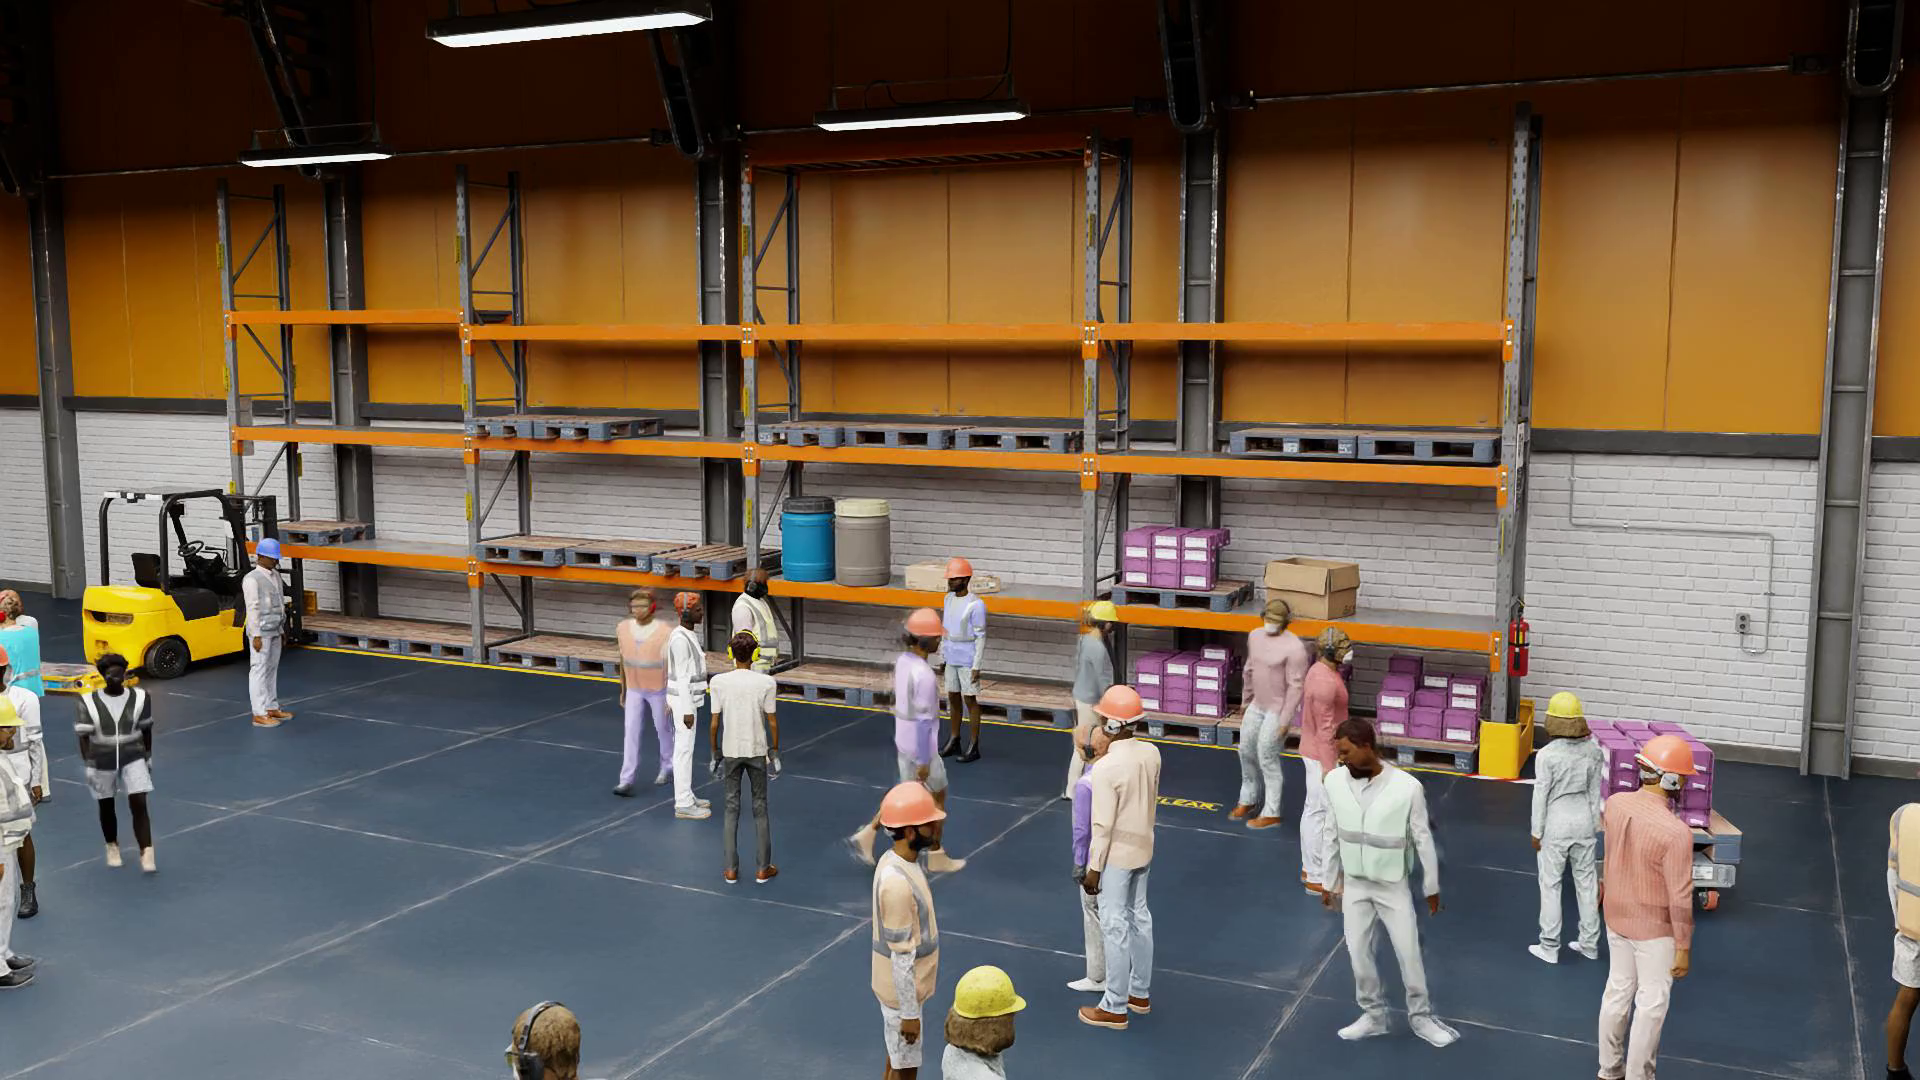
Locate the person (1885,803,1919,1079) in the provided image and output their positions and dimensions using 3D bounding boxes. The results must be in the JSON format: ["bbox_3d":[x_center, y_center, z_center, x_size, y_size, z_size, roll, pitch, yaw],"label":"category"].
[{"bbox_3d":[5.006,1.994,8.511,0.362,1.935,0.551,-1,7,-8],"label":"person"}]

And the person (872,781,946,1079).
[{"bbox_3d":[-0.237,2.081,7.769,0.351,1.942,0.545,0,7,-3],"label":"person"}]

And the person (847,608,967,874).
[{"bbox_3d":[-0.378,1.499,12.267,0.797,2.021,0.612,-3,8,-23],"label":"person"}]

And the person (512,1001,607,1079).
[{"bbox_3d":[-1.248,2.396,5.234,0.374,1.928,0.639,3,7,21],"label":"person"}]

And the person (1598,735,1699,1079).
[{"bbox_3d":[3.544,1.970,8.547,0.411,1.980,0.628,-2,7,-16],"label":"person"}]

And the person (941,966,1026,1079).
[{"bbox_3d":[0.088,2.389,6.030,0.298,1.745,0.484,-2,7,-17],"label":"person"}]

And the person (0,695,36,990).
[{"bbox_3d":[-5.911,1.849,10.206,0.403,1.817,0.602,-4,8,-27],"label":"person"}]

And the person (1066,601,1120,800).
[{"bbox_3d":[1.181,1.381,14.364,0.609,1.739,0.571,-1,7,-8],"label":"person"}]

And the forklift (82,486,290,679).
[{"bbox_3d":[-9.426,0.454,20.179,1.214,2.155,2.313,3,8,26],"label":"forklift"}]

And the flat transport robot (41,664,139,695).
[{"bbox_3d":[-10.165,1.566,18.868,1.431,0.197,0.652,2,7,13],"label":"flat transport robot"}]

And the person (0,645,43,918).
[{"bbox_3d":[-6.592,1.643,11.399,0.552,1.937,0.356,-2,7,-16],"label":"person"}]

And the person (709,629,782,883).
[{"bbox_3d":[-1.574,1.581,12.197,0.532,1.870,0.316,0,7,0],"label":"person"}]

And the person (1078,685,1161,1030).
[{"bbox_3d":[0.932,1.824,9.665,0.376,1.997,0.612,5,9,37],"label":"person"}]

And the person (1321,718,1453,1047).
[{"bbox_3d":[2.409,1.923,9.367,0.745,1.871,0.444,5,8,34],"label":"person"}]

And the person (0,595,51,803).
[{"bbox_3d":[-7.960,1.371,14.061,0.381,1.838,0.565,1,7,5],"label":"person"}]

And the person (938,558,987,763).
[{"bbox_3d":[-0.001,1.126,15.669,0.362,1.939,0.542,-6,9,-42],"label":"person"}]

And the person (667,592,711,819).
[{"bbox_3d":[-2.268,1.368,13.897,0.355,1.883,0.573,-1,7,-7],"label":"person"}]

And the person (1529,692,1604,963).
[{"bbox_3d":[3.870,1.835,10.671,0.488,1.737,0.323,-2,7,-13],"label":"person"}]

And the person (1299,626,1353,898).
[{"bbox_3d":[2.631,1.574,11.972,0.378,1.940,0.629,1,7,10],"label":"person"}]

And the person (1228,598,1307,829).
[{"bbox_3d":[2.495,1.403,13.527,0.435,1.910,0.721,-3,8,-25],"label":"person"}]

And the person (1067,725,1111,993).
[{"bbox_3d":[0.844,1.942,10.204,0.317,1.630,0.513,4,8,29],"label":"person"}]

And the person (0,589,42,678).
[{"bbox_3d":[-8.961,1.270,15.728,0.501,1.633,0.288,-6,9,-43],"label":"person"}]

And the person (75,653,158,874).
[{"bbox_3d":[-6.229,1.669,12.308,0.536,1.656,0.823,-4,8,-32],"label":"person"}]

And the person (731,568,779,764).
[{"bbox_3d":[-1.920,1.174,15.679,0.429,1.844,0.627,1,7,6],"label":"person"}]

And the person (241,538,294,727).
[{"bbox_3d":[-7.148,0.945,17.170,0.401,1.938,0.602,0,7,3],"label":"person"}]

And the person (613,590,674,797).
[{"bbox_3d":[-2.750,1.328,14.552,0.593,1.802,0.951,2,7,14],"label":"person"}]
